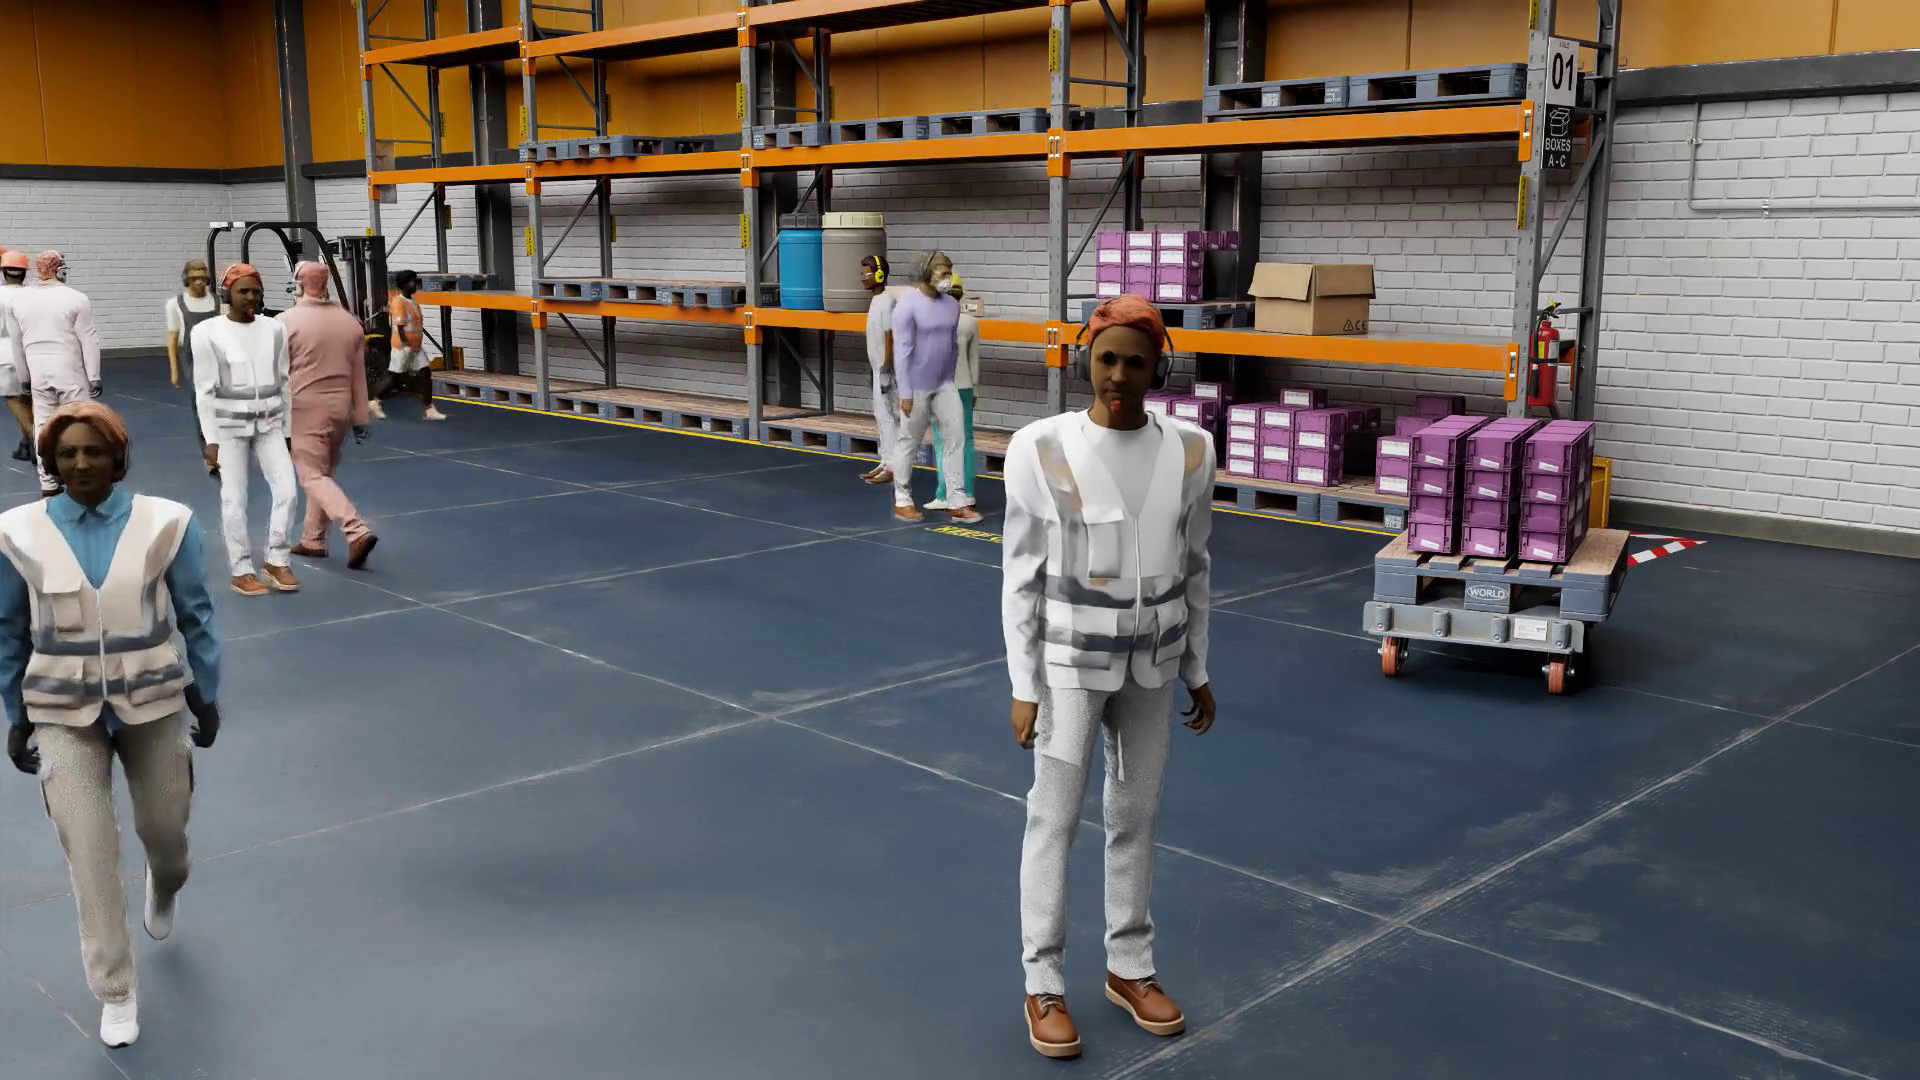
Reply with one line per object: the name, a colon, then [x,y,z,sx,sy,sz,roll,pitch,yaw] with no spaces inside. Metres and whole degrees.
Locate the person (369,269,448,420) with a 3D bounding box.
person: [-6.103,-2.128,18.177,0.823,1.666,0.530,2,11,11]

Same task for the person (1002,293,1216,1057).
person: [0.377,0.334,4.154,0.575,1.883,0.362,-4,11,-20]

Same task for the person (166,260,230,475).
person: [-6.366,-1.450,14.088,0.520,1.805,0.896,-9,13,-39]

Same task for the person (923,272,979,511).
person: [-0.089,-1.097,12.276,0.533,1.767,0.325,-8,13,-39]

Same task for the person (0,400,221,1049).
person: [-2.219,0.430,4.358,0.521,1.620,0.677,-5,12,-26]

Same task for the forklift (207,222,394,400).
forklift: [-8.169,-2.758,20.163,2.313,2.155,1.214,-10,14,-44]

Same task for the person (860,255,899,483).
person: [-0.654,-1.394,13.649,0.325,1.862,0.514,-3,11,-13]

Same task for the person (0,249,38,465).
person: [-8.299,-1.611,14.721,0.866,1.905,0.555,10,14,43]

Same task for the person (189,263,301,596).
person: [-3.957,-0.595,9.276,0.558,1.867,0.590,10,14,43]

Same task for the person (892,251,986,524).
person: [-0.147,-1.033,11.554,0.665,1.897,0.892,-10,15,-44]

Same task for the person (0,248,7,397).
person: [-11.976,-2.757,20.922,0.550,1.922,0.650,7,12,32]

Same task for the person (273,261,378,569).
person: [-3.914,-0.769,10.206,0.885,1.874,0.646,5,12,26]

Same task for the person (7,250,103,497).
person: [-6.978,-1.285,12.921,0.652,1.906,0.403,0,10,1]
